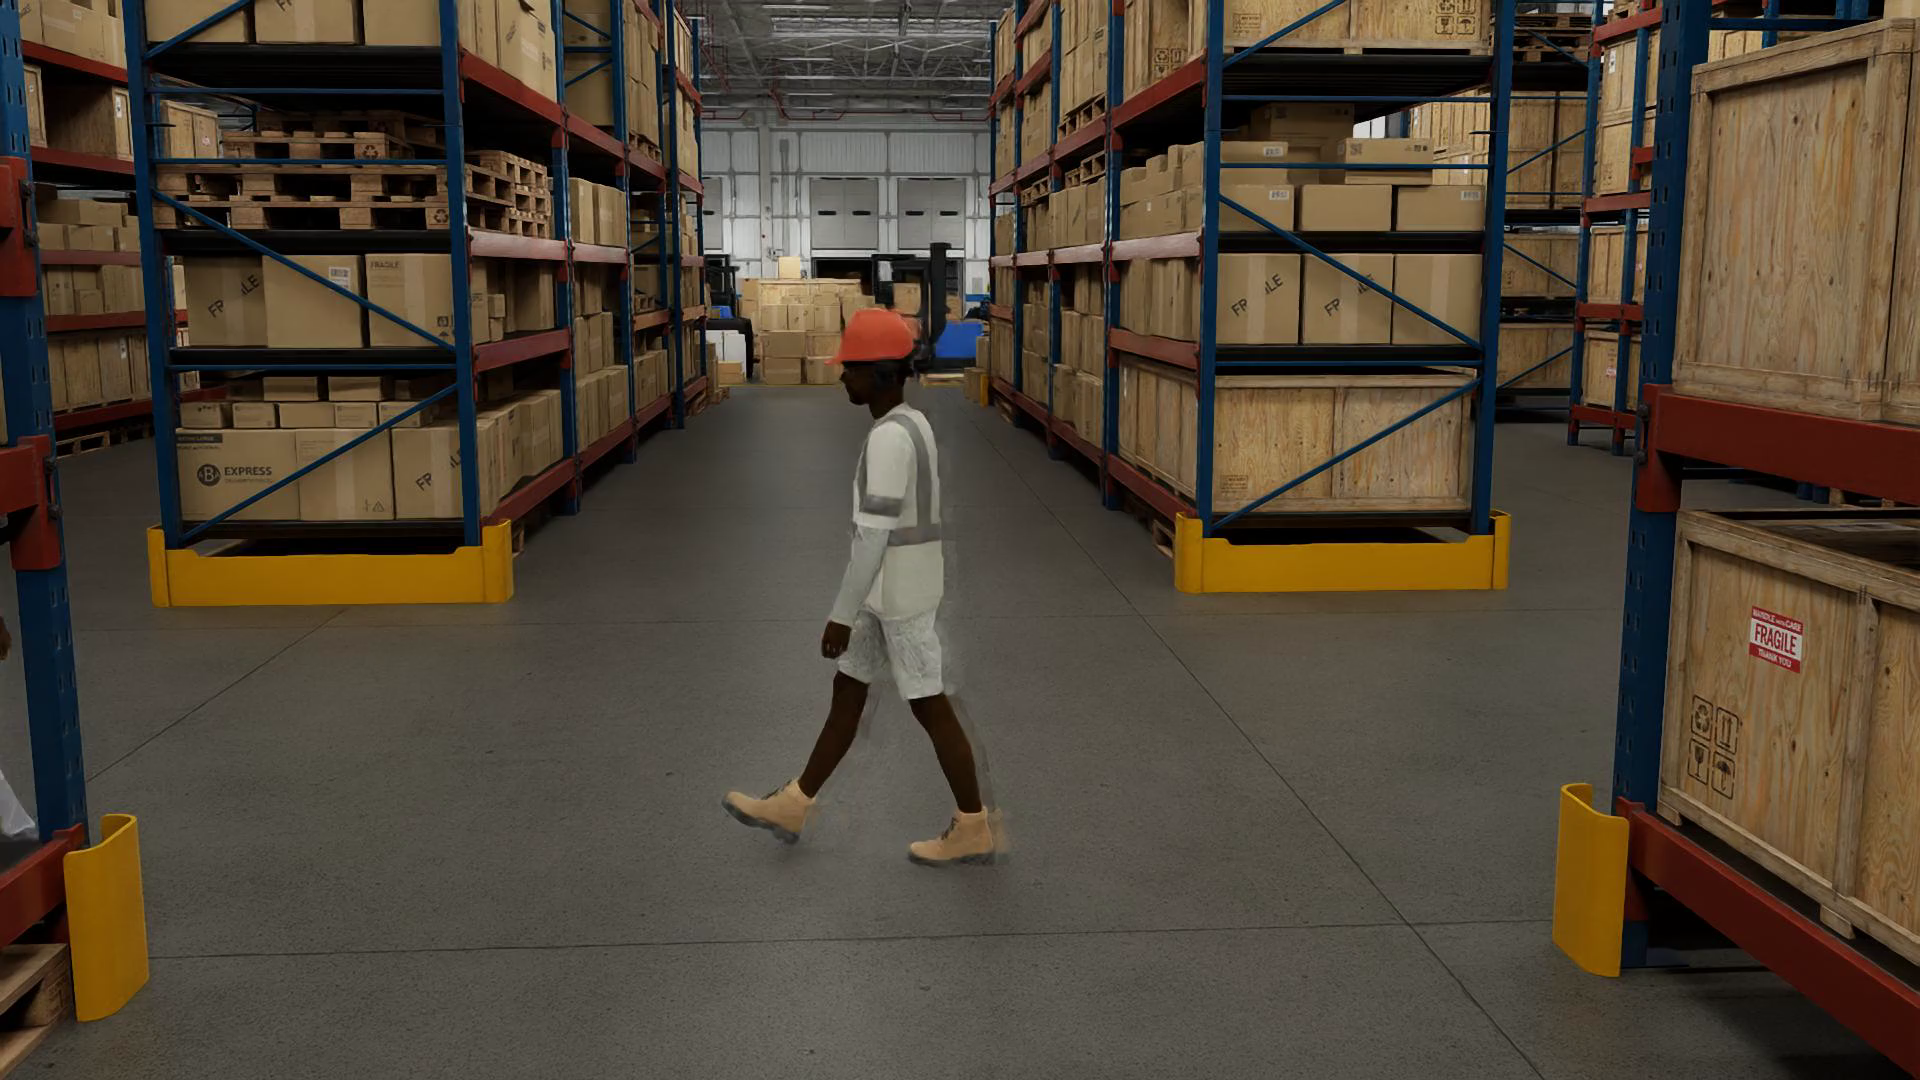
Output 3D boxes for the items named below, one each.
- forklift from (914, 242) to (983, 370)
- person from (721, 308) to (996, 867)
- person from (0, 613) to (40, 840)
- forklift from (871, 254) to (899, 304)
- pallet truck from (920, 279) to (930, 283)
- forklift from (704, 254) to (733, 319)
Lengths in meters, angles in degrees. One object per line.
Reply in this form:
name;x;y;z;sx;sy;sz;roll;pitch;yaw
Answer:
forklift;-0.455;-5.164;36.755;1.873;2.768;1.129;-1;9;-4
person;-0.361;0.189;5.902;1.062;1.988;0.623;0;9;0
person;-3.641;0.301;5.866;0.993;1.791;0.591;-1;9;-5
forklift;-2.482;-8.176;55.669;1.129;2.768;1.873;-6;11;-32
pallet truck;-0.932;-8.922;63.114;1.885;1.965;0.823;2;9;13
forklift;-8.207;-8.253;56.154;1.129;2.768;1.873;1;9;9
